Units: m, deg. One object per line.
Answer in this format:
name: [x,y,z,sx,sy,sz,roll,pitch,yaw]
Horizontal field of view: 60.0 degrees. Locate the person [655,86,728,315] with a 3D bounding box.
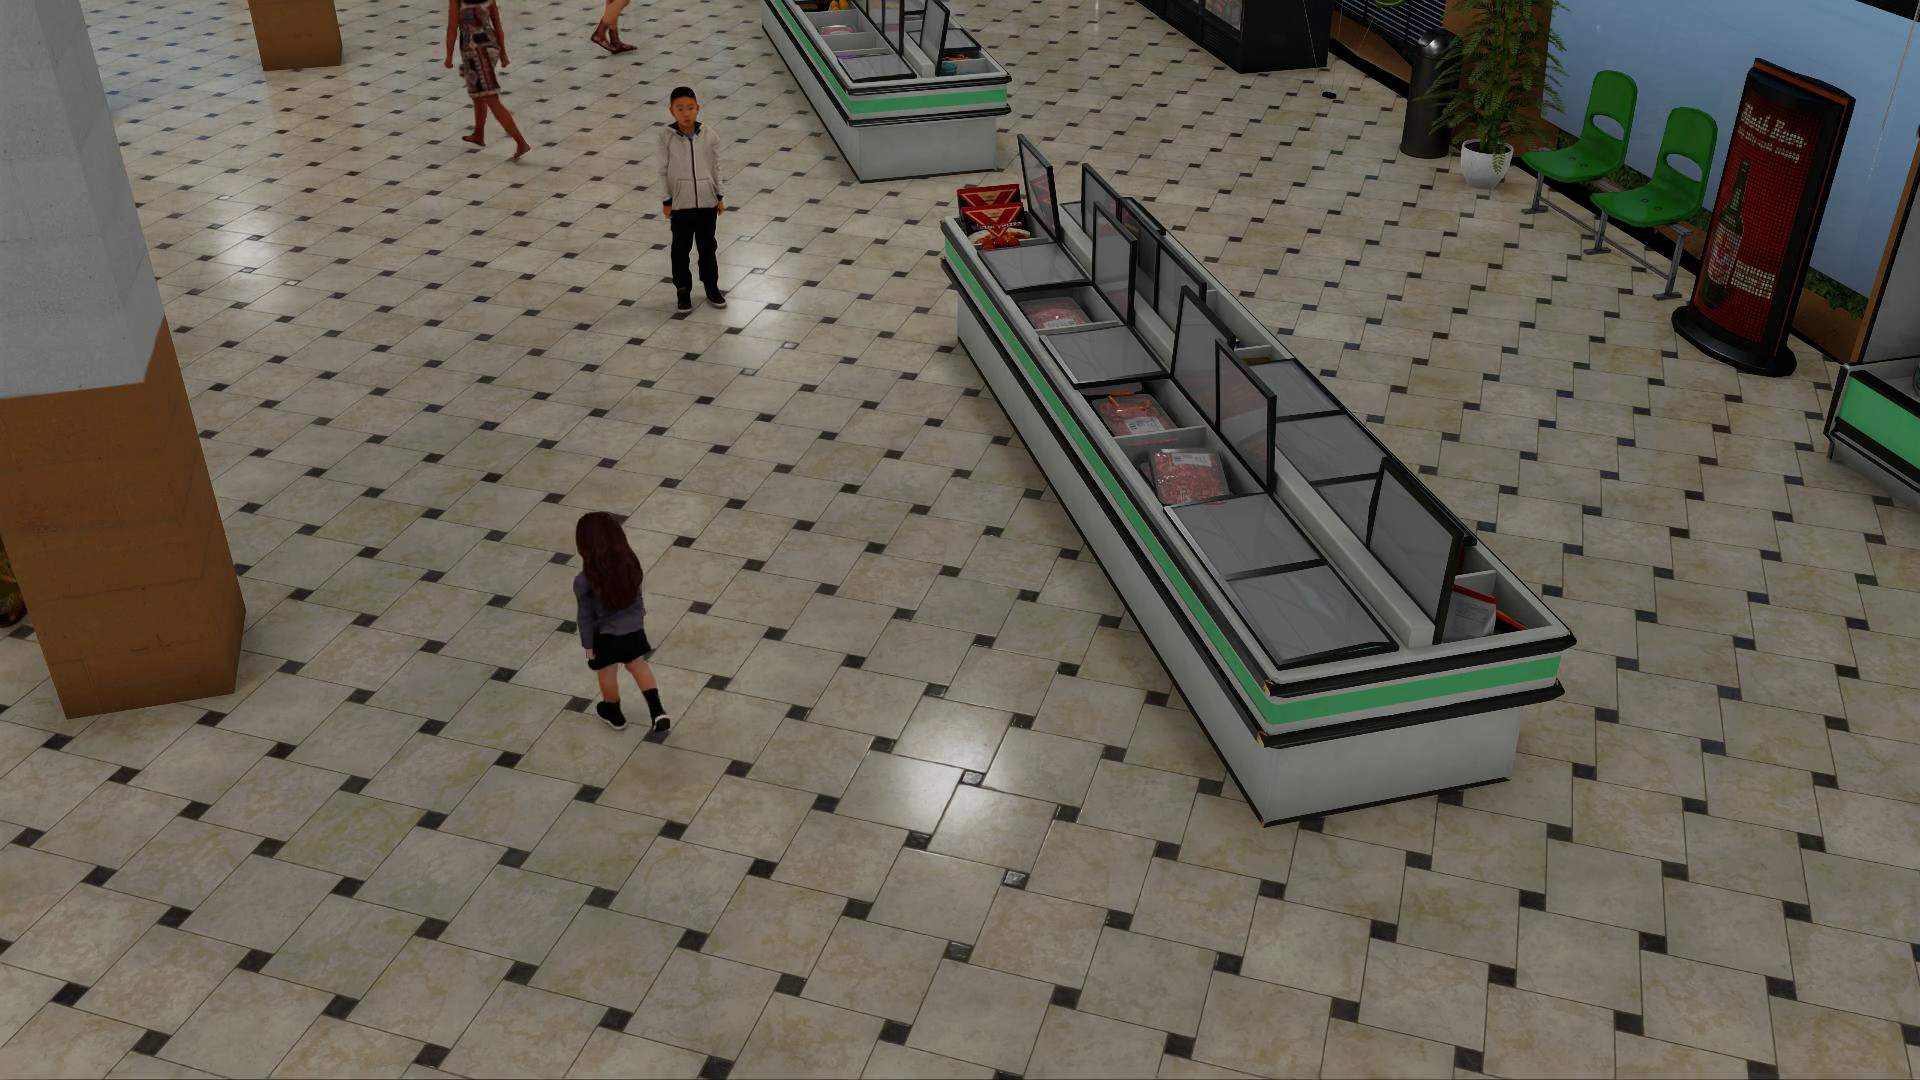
person: [-1.735,-2.203,10.733,0.610,1.455,0.573,-14,34,-21]

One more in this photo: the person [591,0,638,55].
person: [-3.403,-5.430,15.676,0.705,1.712,0.629,-11,34,-17]

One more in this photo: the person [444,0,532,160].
person: [-3.741,-3.805,13.161,1.153,1.610,1.082,17,36,25]

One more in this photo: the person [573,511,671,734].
person: [-1.413,0.368,6.940,0.643,1.098,0.754,-27,41,-36]
